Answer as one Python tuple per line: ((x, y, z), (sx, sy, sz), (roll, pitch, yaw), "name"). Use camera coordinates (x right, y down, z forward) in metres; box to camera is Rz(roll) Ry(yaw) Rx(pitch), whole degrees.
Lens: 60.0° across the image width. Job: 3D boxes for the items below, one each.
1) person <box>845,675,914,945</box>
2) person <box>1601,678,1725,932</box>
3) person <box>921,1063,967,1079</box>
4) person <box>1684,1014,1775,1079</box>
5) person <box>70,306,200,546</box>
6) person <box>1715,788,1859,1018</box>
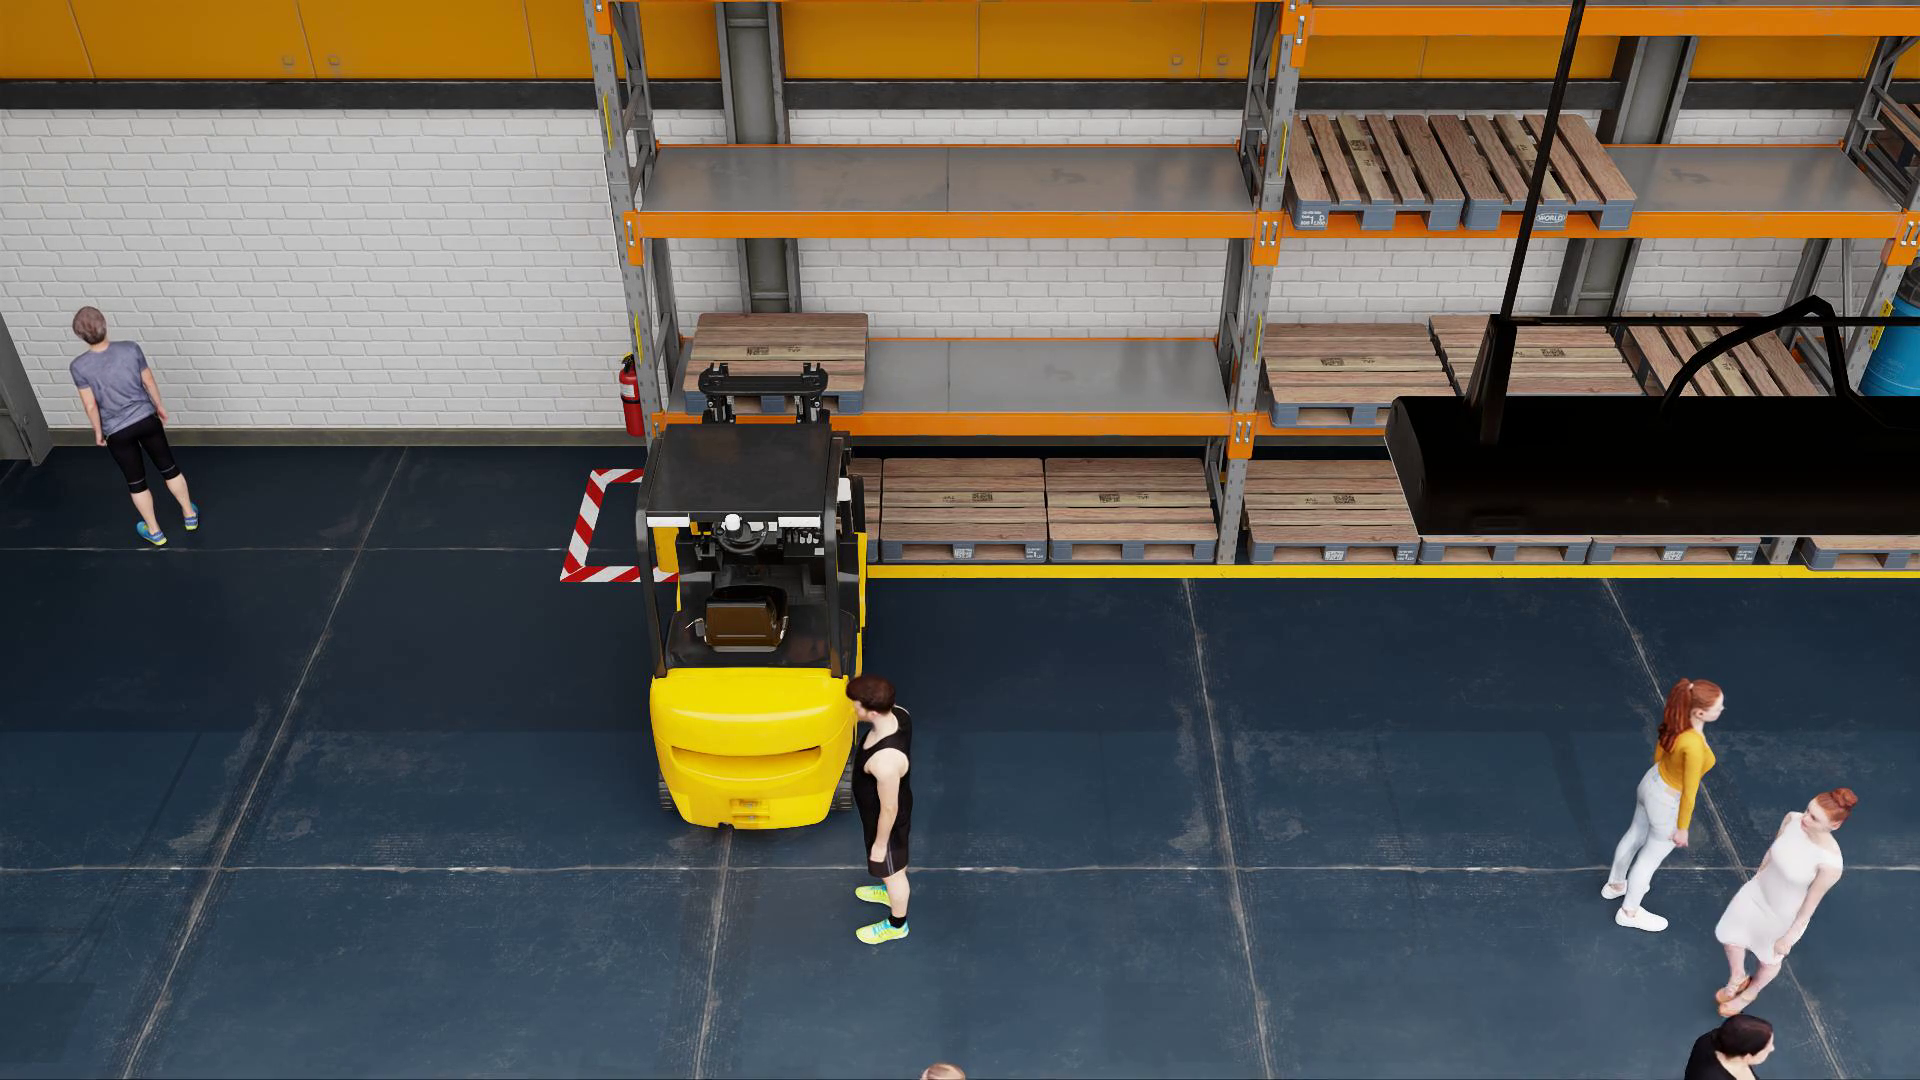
((-0.400, 1.433, 8.927), (0.566, 1.891, 0.675), (-1, 39, -1), "person")
((3.825, 1.423, 9.052), (0.555, 1.751, 0.583), (1, 39, 2), "person")
((-0.023, 2.820, 7.340), (0.548, 1.705, 0.624), (-4, 39, -5), "person")
((3.192, 2.702, 7.460), (1.020, 1.739, 0.836), (12, 40, 14), "person")
((-5.842, -0.805, 11.737), (0.737, 1.883, 0.816), (-27, 46, -30), "person")
((4.248, 1.871, 8.465), (0.647, 1.784, 0.647), (-8, 39, -10), "person")
